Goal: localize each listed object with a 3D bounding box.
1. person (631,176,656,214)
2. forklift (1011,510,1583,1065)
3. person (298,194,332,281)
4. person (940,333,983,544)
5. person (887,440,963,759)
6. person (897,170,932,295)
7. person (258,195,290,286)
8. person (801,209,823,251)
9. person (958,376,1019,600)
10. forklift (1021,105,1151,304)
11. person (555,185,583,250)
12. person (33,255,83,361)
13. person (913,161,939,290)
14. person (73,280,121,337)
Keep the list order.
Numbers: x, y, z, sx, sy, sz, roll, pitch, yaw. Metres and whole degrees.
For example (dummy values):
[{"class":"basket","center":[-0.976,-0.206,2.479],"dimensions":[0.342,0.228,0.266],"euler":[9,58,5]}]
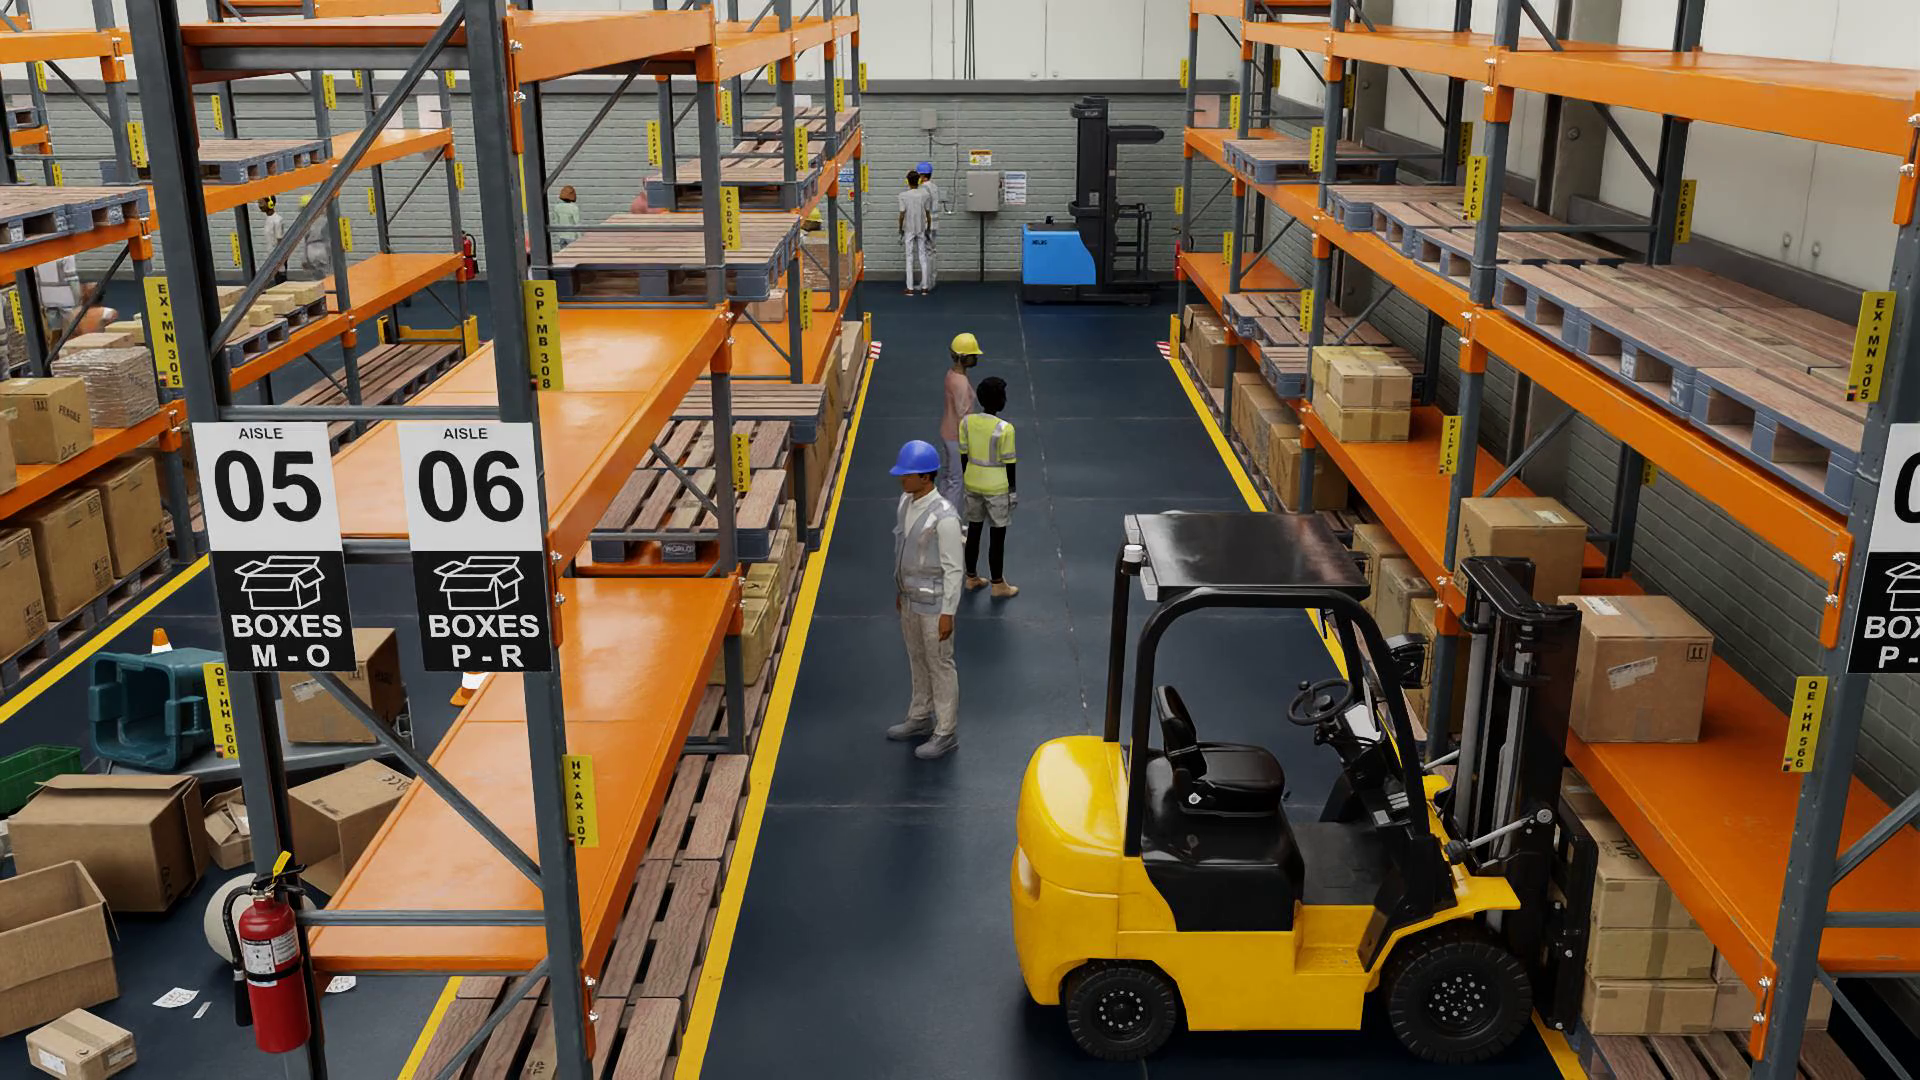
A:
[{"class":"person","center":[-4.450,-4.312,24.086],"dimensions":[0.396,1.900,0.637],"euler":[10,21,28]},{"class":"forklift","center":[1.387,1.055,7.378],"dimensions":[2.313,2.155,1.214],"euler":[0,18,0]},{"class":"person","center":[-9.019,-3.982,23.353],"dimensions":[0.695,1.725,0.484],"euler":[16,24,39]},{"class":"person","center":[0.013,-0.847,13.821],"dimensions":[0.349,1.759,0.519],"euler":[-3,19,-10]},{"class":"person","center":[-0.215,0.346,9.906],"dimensions":[0.406,1.945,0.614],"euler":[-11,21,-29]},{"class":"person","center":[-0.689,-4.627,25.074],"dimensions":[0.535,1.864,0.312],"euler":[-5,19,-16]},{"class":"person","center":[-9.254,-3.790,22.562],"dimensions":[0.328,1.861,0.514],"euler":[-12,22,-32]},{"class":"person","center":[-1.931,-3.473,21.800],"dimensions":[0.321,1.731,0.490],"euler":[0,18,0]},{"class":"person","center":[0.222,-0.397,12.542],"dimensions":[0.539,1.698,0.318],"euler":[16,24,40]},{"class":"forklift","center":[1.857,-4.944,24.441],"dimensions":[1.873,2.768,1.129],"euler":[0,18,0]},{"class":"person","center":[-5.915,-4.550,25.221],"dimensions":[0.507,1.627,0.280],"euler":[12,22,32]},{"class":"person","center":[-10.490,-2.786,19.412],"dimensions":[0.545,1.928,0.391],"euler":[2,18,6]},{"class":"person","center":[-0.516,-4.811,25.499],"dimensions":[0.385,1.948,0.603],"euler":[6,19,16]},{"class":"person","center":[-8.826,-1.854,17.097],"dimensions":[0.527,1.606,0.807],"euler":[4,19,11]}]
